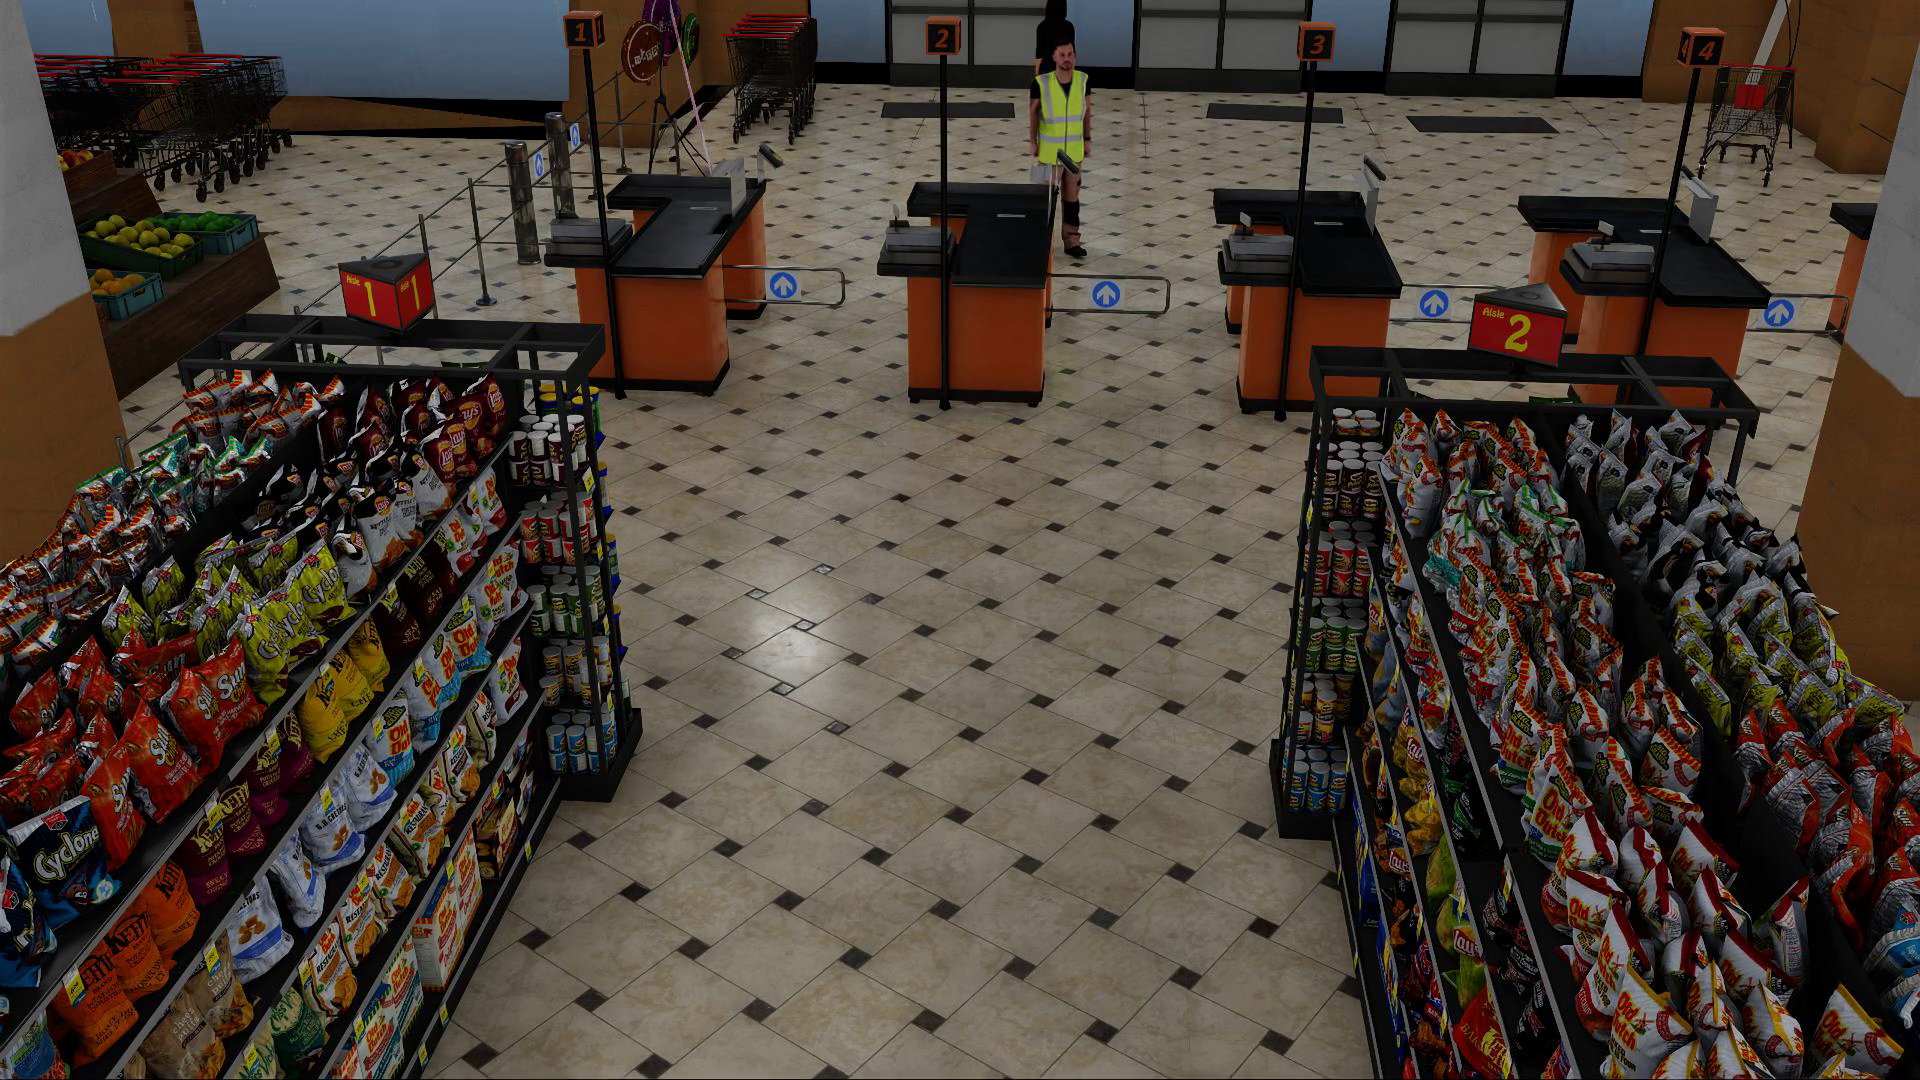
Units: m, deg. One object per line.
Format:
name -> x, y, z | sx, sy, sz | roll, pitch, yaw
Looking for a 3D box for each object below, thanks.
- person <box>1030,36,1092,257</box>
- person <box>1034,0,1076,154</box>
person -> 0.849, -3.262, 13.867 | 0.814, 1.845, 0.832 | -8, 28, -15
person -> 0.971, -4.803, 17.130 | 0.614, 1.641, 0.541 | -1, 27, -3
